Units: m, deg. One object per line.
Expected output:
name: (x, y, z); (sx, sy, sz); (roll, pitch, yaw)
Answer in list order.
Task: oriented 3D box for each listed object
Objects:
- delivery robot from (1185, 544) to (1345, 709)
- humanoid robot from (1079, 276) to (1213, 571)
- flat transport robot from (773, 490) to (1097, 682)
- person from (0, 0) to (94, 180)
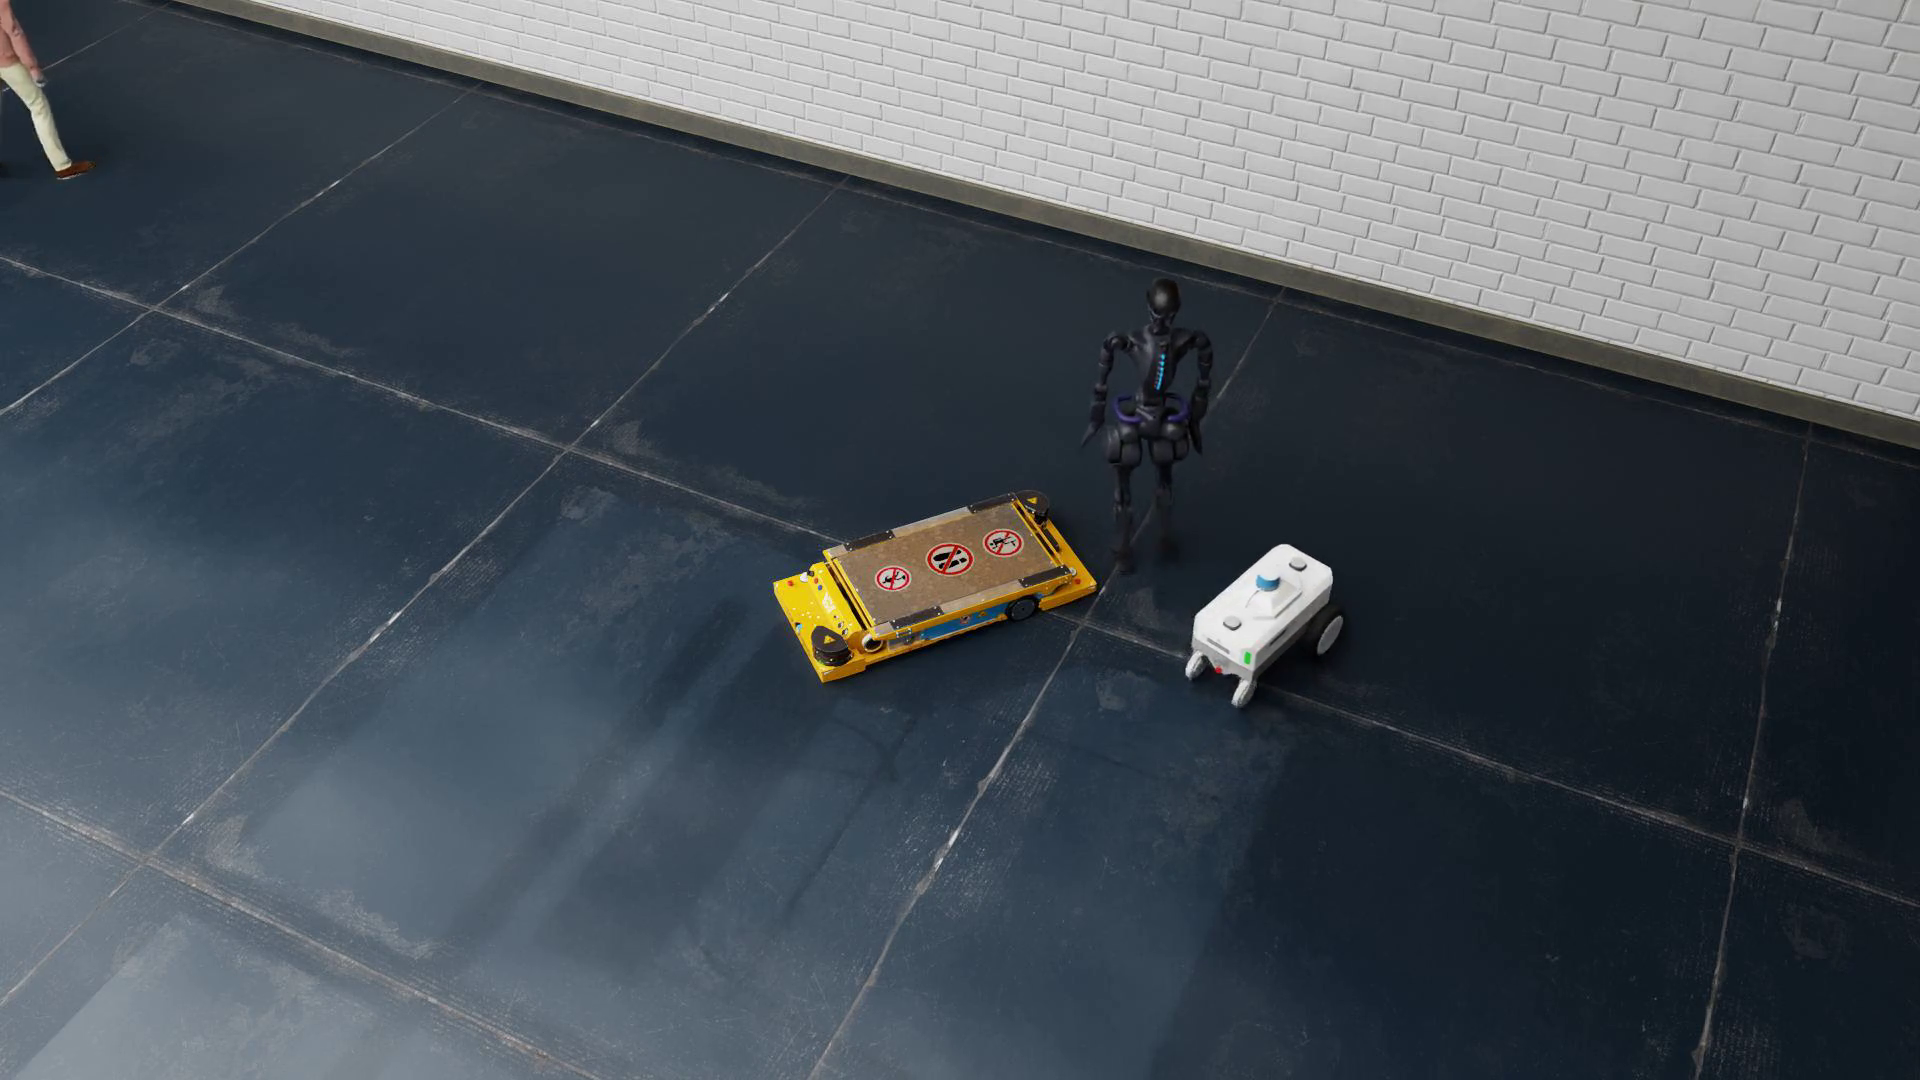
delivery robot: (1.393, 0.348, 7.652); (0.499, 0.571, 0.756); (32, 52, 30)
humanoid robot: (0.862, -0.541, 7.802); (0.588, 1.656, 0.372); (-4, 43, -4)
flat transport robot: (-0.120, 0.201, 8.038); (1.431, 0.231, 0.659); (-17, 46, -18)
person: (-6.135, -3.016, 10.521); (0.697, 1.609, 0.459); (13, 44, 14)
